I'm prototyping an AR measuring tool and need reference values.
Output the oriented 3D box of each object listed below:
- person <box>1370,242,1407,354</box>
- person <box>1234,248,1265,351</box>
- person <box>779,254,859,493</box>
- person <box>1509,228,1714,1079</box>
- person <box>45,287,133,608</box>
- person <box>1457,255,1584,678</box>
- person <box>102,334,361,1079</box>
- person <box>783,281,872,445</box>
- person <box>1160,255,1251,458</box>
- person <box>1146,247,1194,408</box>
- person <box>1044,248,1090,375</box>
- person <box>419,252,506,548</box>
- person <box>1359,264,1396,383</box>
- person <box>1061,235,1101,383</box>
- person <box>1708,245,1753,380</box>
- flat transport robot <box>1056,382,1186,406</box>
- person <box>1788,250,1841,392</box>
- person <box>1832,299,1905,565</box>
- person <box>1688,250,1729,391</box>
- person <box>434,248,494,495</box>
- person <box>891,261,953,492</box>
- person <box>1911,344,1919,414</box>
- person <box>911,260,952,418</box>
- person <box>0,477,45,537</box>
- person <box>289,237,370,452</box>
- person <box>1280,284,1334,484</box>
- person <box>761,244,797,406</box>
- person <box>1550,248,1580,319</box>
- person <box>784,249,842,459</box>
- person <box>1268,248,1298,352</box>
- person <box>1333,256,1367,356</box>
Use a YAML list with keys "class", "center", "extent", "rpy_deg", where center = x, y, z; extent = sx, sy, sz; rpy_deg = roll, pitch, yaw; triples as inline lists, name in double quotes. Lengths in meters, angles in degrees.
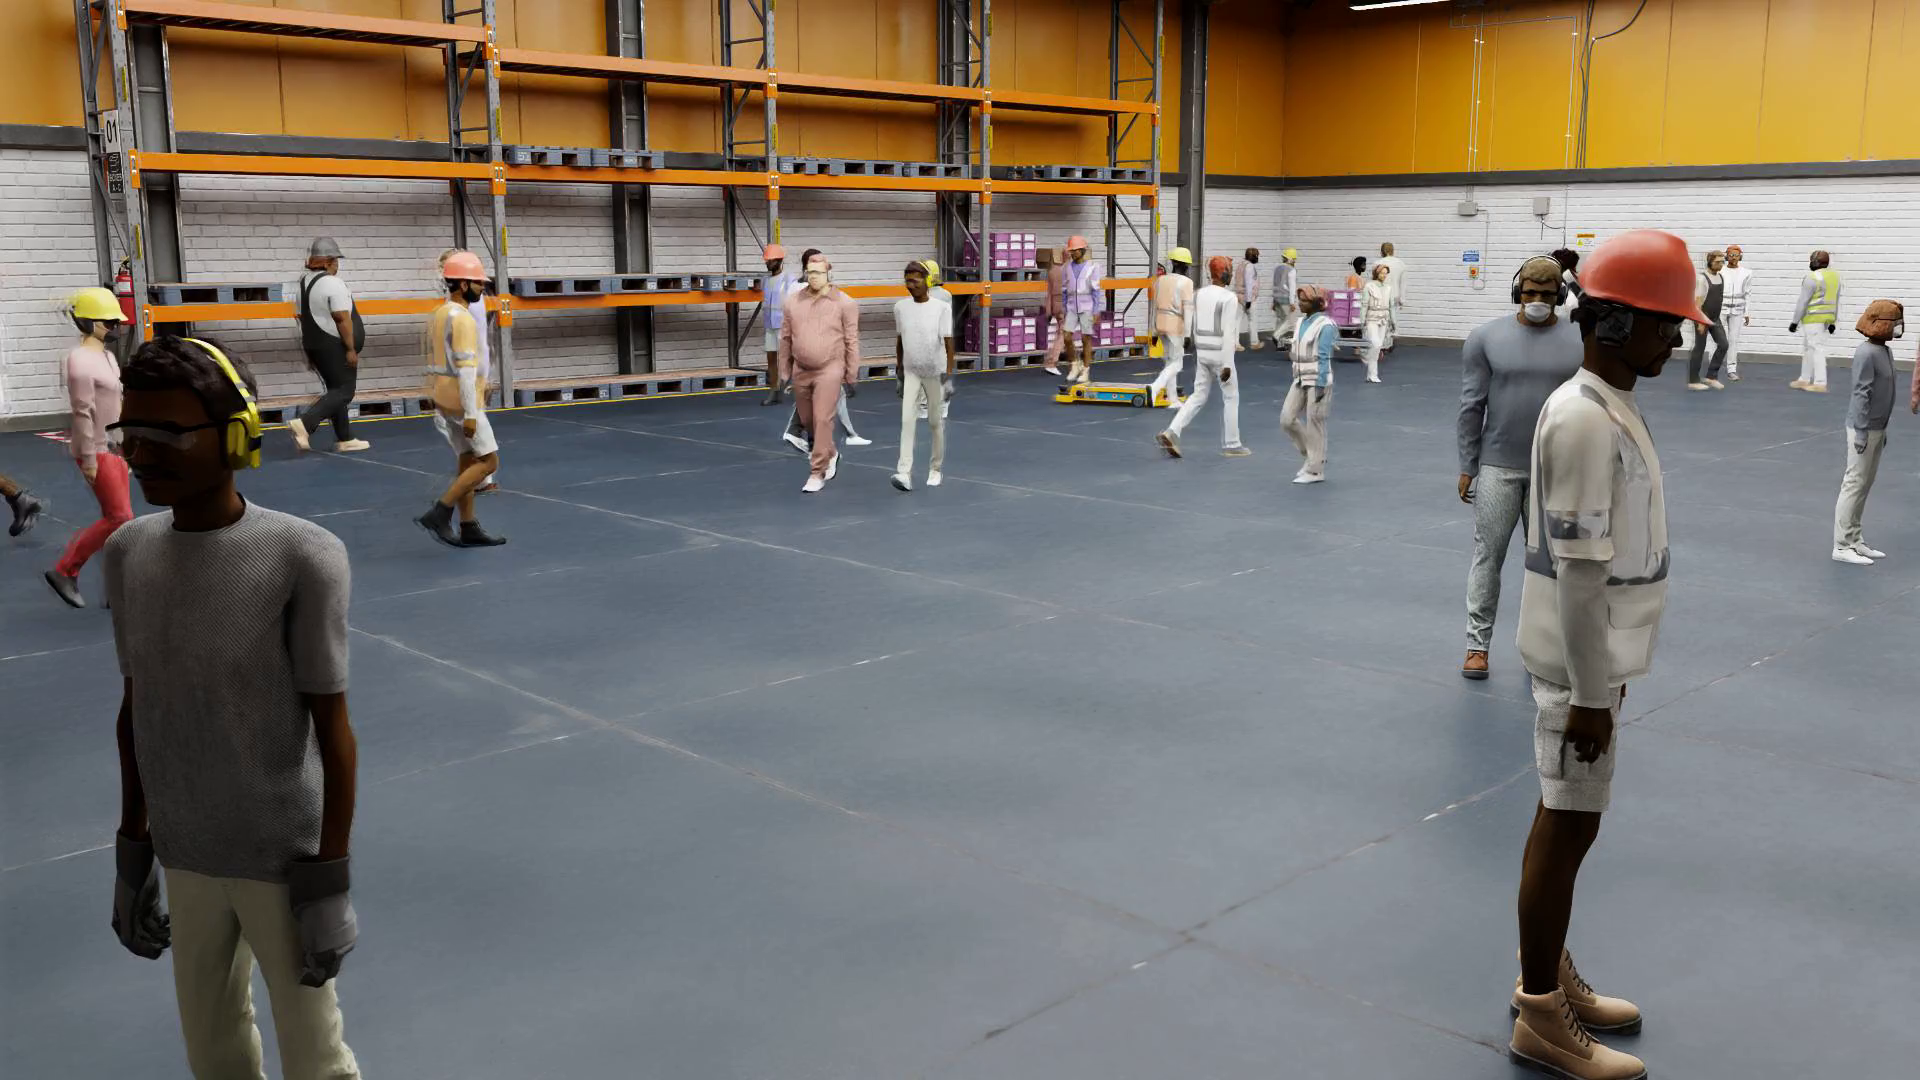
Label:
- class: "person"
  center: [7.297, -4.084, 28.187]
  extent: [0.659, 1.909, 0.761]
  rpy_deg: [-3, 11, -17]
- class: "person"
  center: [5.076, -4.218, 29.214]
  extent: [0.840, 1.789, 0.603]
  rpy_deg: [-5, 11, -25]
- class: "person"
  center: [-1.126, -1.363, 13.417]
  extent: [0.645, 1.875, 0.918]
  rpy_deg: [4, 11, 19]
- class: "person"
  center: [1.546, 0.282, 4.018]
  extent: [0.382, 2.038, 0.606]
  rpy_deg: [4, 11, 22]
- class: "person"
  center: [-4.607, -0.467, 8.892]
  extent: [0.430, 1.752, 0.523]
  rpy_deg: [-2, 11, -11]
- class: "person"
  center: [2.578, -0.318, 7.571]
  extent: [0.627, 1.934, 0.371]
  rpy_deg: [2, 11, 11]
- class: "person"
  center: [-1.273, 0.570, 2.928]
  extent: [0.509, 1.864, 0.331]
  rpy_deg: [3, 11, 17]
- class: "person"
  center: [-1.324, -1.692, 16.013]
  extent: [0.847, 1.593, 0.516]
  rpy_deg: [-2, 11, -12]
- class: "person"
  center: [2.252, -1.654, 15.113]
  extent: [0.875, 1.858, 0.578]
  rpy_deg: [-7, 13, -34]
- class: "person"
  center: [2.396, -2.434, 19.235]
  extent: [0.740, 1.896, 0.629]
  rpy_deg: [-8, 13, -38]
- class: "person"
  center: [1.562, -3.332, 24.236]
  extent: [1.016, 1.859, 0.671]
  rpy_deg: [-9, 13, -39]
- class: "person"
  center: [-3.202, -0.874, 10.656]
  extent: [0.480, 1.923, 0.542]
  rpy_deg: [-7, 12, -33]
- class: "person"
  center: [5.749, -2.948, 22.734]
  extent: [0.547, 1.617, 0.524]
  rpy_deg: [-6, 12, -28]
- class: "person"
  center: [1.649, -3.155, 22.806]
  extent: [0.626, 2.018, 0.501]
  rpy_deg: [5, 12, 26]
- class: "person"
  center: [10.764, -3.174, 23.295]
  extent: [0.574, 1.879, 0.355]
  rpy_deg: [2, 11, 10]
- class: "flat transport robot"
  center: [1.937, -1.759, 19.964]
  extent: [1.431, 0.197, 0.652]
  rpy_deg: [5, 11, 24]
- class: "person"
  center: [11.050, -2.844, 21.636]
  extent: [0.621, 1.819, 0.761]
  rpy_deg: [-7, 12, -32]
- class: "person"
  center: [5.647, -0.672, 10.320]
  extent: [0.268, 1.632, 0.509]
  rpy_deg: [9, 14, 41]
- class: "person"
  center: [9.773, -2.841, 21.612]
  extent: [0.559, 1.825, 0.571]
  rpy_deg: [-6, 12, -28]
- class: "person"
  center: [-3.874, -1.279, 12.848]
  extent: [0.518, 1.921, 0.637]
  rpy_deg: [-4, 11, -20]
- class: "person"
  center: [-0.300, -1.283, 13.172]
  extent: [0.522, 1.809, 0.983]
  rpy_deg: [2, 11, 13]
- class: "person"
  center: [7.277, -1.069, 12.197]
  extent: [0.555, 1.740, 0.556]
  rpy_deg: [3, 11, 18]
- class: "person"
  center: [-0.329, -2.225, 18.490]
  extent: [0.493, 1.743, 0.300]
  rpy_deg: [-4, 11, -21]
- class: "person"
  center: [-6.285, -0.871, 10.626]
  extent: [0.566, 1.918, 0.547]
  rpy_deg: [-9, 14, -40]
- class: "person"
  center: [-5.868, -1.798, 15.346]
  extent: [0.690, 2.000, 0.785]
  rpy_deg: [10, 14, 43]
- class: "person"
  center: [2.835, -1.262, 13.551]
  extent: [0.372, 1.623, 0.533]
  rpy_deg: [-4, 11, -22]
- class: "person"
  center: [-2.125, -2.569, 19.881]
  extent: [0.564, 1.925, 0.651]
  rpy_deg: [8, 13, 36]
- class: "person"
  center: [4.916, -1.432, 13.686]
  extent: [0.987, 1.909, 0.630]
  rpy_deg: [-7, 13, -35]
- class: "person"
  center: [-1.377, -1.678, 15.069]
  extent: [0.414, 1.900, 0.682]
  rpy_deg: [-5, 12, -27]
- class: "person"
  center: [5.551, -4.111, 28.618]
  extent: [0.581, 1.811, 0.640]
  rpy_deg: [-5, 11, -24]
- class: "person"
  center: [6.585, -3.927, 27.942]
  extent: [0.534, 1.678, 0.532]
  rpy_deg: [7, 12, 32]
